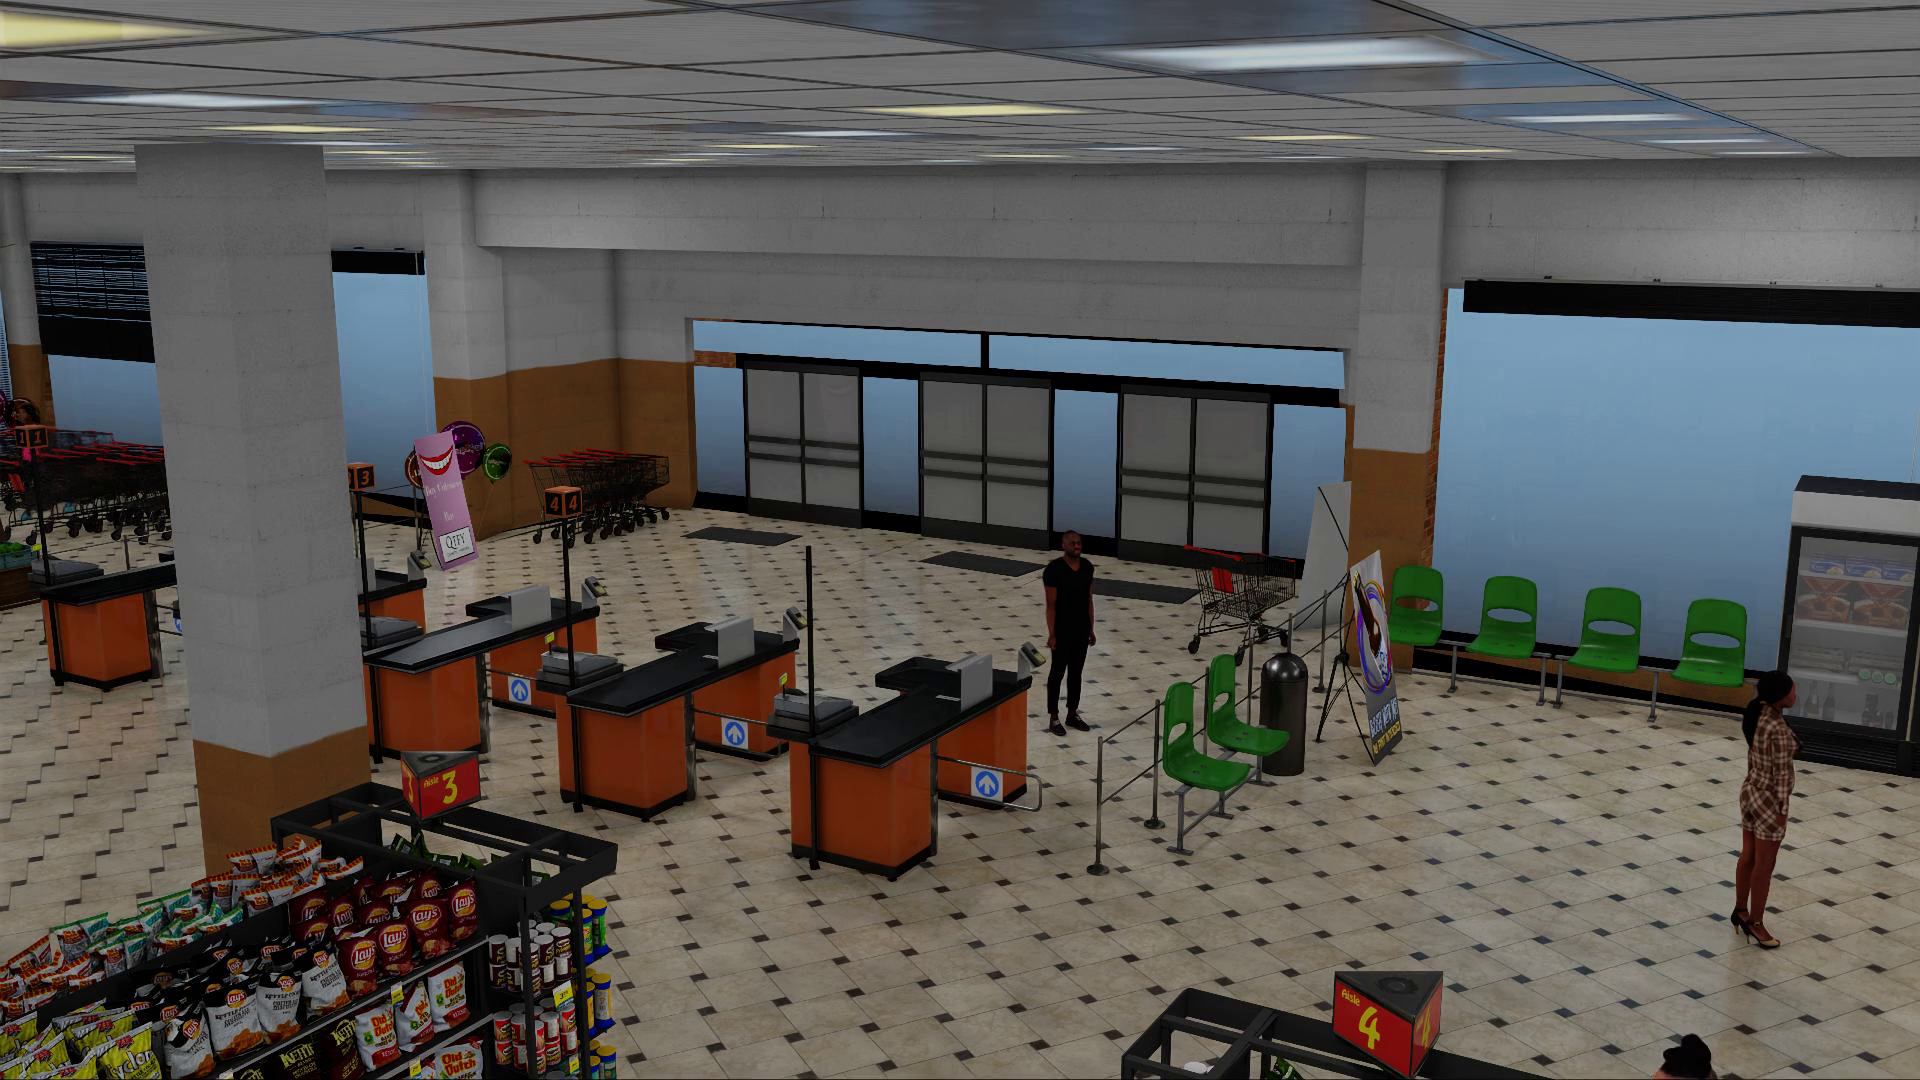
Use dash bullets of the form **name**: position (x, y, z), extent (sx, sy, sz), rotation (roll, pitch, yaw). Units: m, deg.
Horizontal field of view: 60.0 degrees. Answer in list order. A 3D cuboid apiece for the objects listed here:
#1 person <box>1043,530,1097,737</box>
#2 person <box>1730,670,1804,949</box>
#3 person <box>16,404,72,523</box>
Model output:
- **person**: position (0.963, 0.801, 14.732), extent (0.686, 1.819, 0.810), rotation (-7, 14, -29)
- **person**: position (5.108, 1.691, 10.562), extent (0.732, 1.795, 0.631), rotation (1, 12, 2)
- **person**: position (-13.363, -1.122, 24.181), extent (0.713, 1.689, 1.174), rotation (4, 12, 18)
